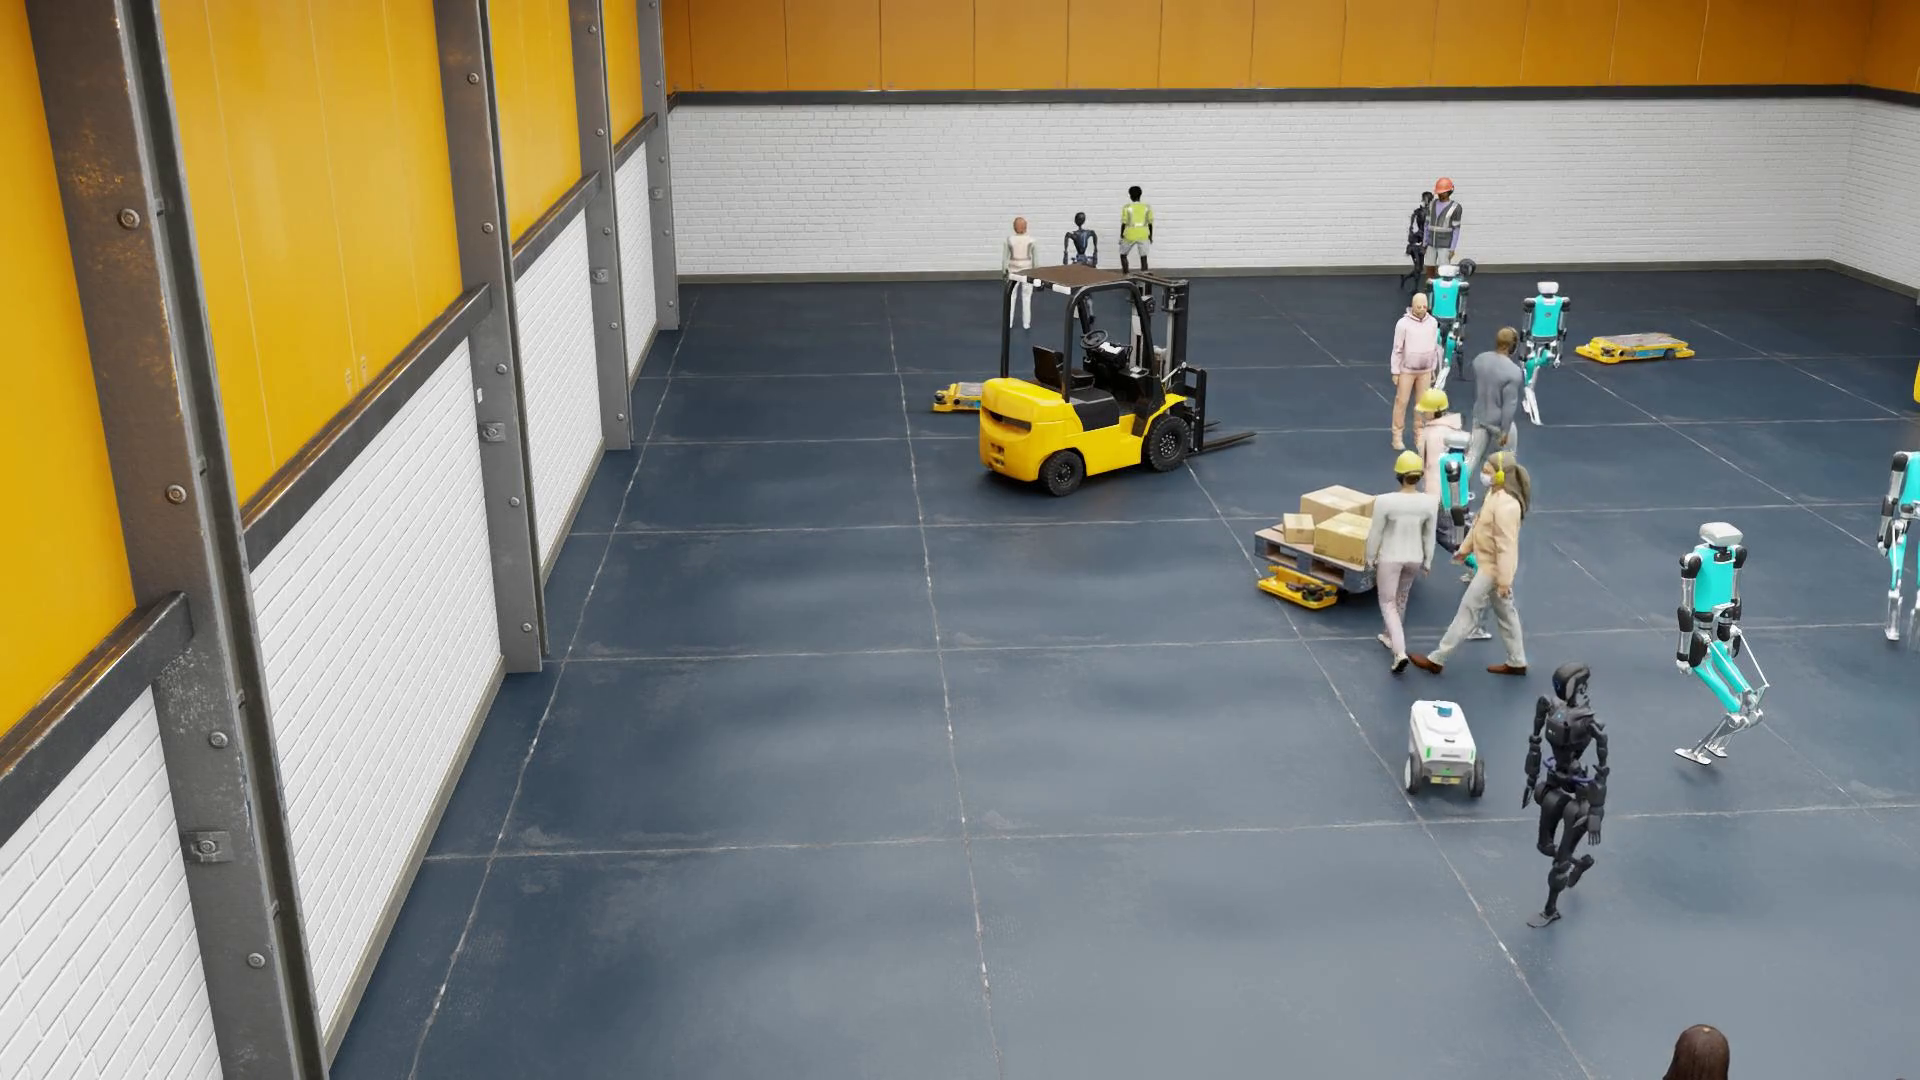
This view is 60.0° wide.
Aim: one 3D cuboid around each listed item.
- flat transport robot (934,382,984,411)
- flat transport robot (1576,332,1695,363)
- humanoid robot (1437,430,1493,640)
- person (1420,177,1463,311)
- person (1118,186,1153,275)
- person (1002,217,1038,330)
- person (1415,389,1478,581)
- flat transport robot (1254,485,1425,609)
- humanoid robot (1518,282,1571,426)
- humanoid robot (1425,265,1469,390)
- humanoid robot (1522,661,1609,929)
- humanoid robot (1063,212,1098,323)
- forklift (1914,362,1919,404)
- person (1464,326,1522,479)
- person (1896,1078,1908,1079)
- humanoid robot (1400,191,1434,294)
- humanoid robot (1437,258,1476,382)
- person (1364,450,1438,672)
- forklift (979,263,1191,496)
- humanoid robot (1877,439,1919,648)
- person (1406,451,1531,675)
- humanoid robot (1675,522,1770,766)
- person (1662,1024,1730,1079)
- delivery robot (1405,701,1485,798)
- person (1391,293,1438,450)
[{"bbox_3d":[0.414,-1.734,20.352,1.431,0.231,0.659,1,20,3],"label":"flat transport robot"},{"bbox_3d":[9.256,-2.627,22.786,1.431,0.231,0.659,-6,21,-16],"label":"flat transport robot"},{"bbox_3d":[4.247,-0.027,13.547,0.822,1.740,0.540,5,21,12],"label":"humanoid robot"},{"bbox_3d":[7.295,-4.504,25.341,0.379,2.037,0.604,-17,26,-38],"label":"person"},{"bbox_3d":[2.840,-4.876,26.901,0.603,1.653,0.655,-5,21,-13],"label":"person"},{"bbox_3d":[0.868,-3.874,24.200,0.530,1.637,0.333,1,20,4],"label":"person"},{"bbox_3d":[4.259,-0.461,14.644,0.861,1.825,0.859,5,21,14],"label":"person"},{"bbox_3d":[3.388,0.290,14.836,1.431,0.231,0.659,-15,25,-35],"label":"flat transport robot"},{"bbox_3d":[6.781,-2.242,19.639,0.546,1.748,1.010,1,20,2],"label":"humanoid robot"},{"bbox_3d":[6.022,-2.592,20.566,0.530,1.715,1.060,10,22,25],"label":"humanoid robot"},{"bbox_3d":[3.611,1.447,9.672,0.609,1.635,0.593,-11,23,-28],"label":"humanoid robot"},{"bbox_3d":[1.804,-4.032,24.642,0.597,1.637,0.700,-6,21,-16],"label":"humanoid robot"},{"bbox_3d":[12.602,-2.435,19.475,2.313,2.155,1.214,-1,20,-4],"label":"forklift"},{"bbox_3d":[5.256,-1.185,16.481,0.934,1.899,0.627,-11,23,-28],"label":"person"},{"bbox_3d":[3.419,2.699,6.272,0.323,1.648,0.466,-18,27,-40],"label":"person"},{"bbox_3d":[7.283,-4.778,26.620,0.584,1.622,0.615,-12,23,-29],"label":"humanoid robot"},{"bbox_3d":[6.279,-2.841,21.398,0.780,1.619,0.611,8,22,21],"label":"humanoid robot"},{"bbox_3d":[3.477,0.155,13.077,0.527,1.739,0.810,-3,20,-9],"label":"person"},{"bbox_3d":[1.315,-1.764,17.646,2.313,2.155,1.214,-14,24,-33],"label":"forklift"},{"bbox_3d":[7.654,0.109,13.326,0.541,1.880,0.729,8,22,20],"label":"humanoid robot"},{"bbox_3d":[4.022,0.191,12.845,0.944,1.831,0.562,6,21,15],"label":"person"},{"bbox_3d":[5.206,0.754,11.249,0.533,1.677,0.735,-9,22,-23],"label":"humanoid robot"},{"bbox_3d":[2.685,2.628,6.300,0.470,1.765,0.365,12,23,30],"label":"person"},{"bbox_3d":[3.301,1.394,11.400,0.499,0.586,0.780,2,20,6],"label":"delivery robot"},{"bbox_3d":[5.061,-1.888,18.593,0.537,1.774,0.415,-4,20,-10],"label":"person"}]
